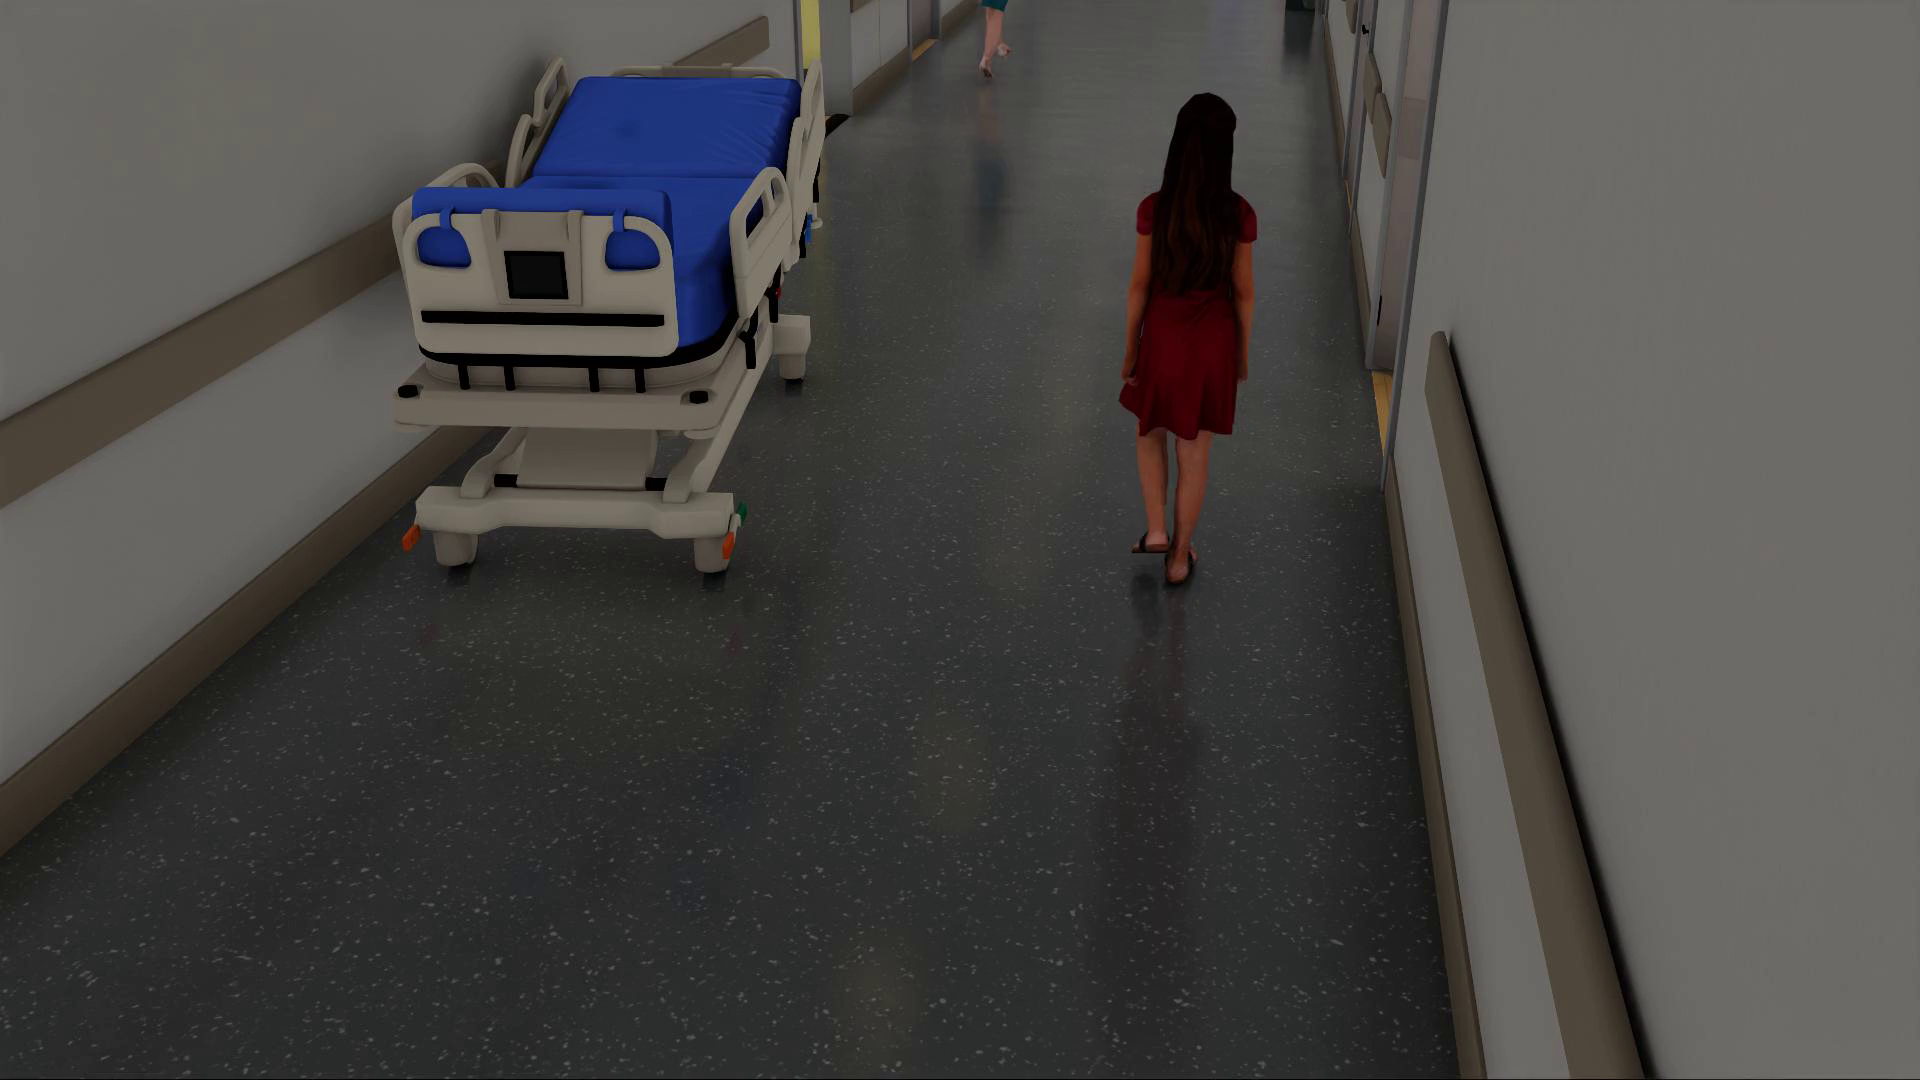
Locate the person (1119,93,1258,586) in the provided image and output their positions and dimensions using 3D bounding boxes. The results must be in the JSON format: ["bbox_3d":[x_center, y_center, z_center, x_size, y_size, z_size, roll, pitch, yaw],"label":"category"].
[{"bbox_3d":[0.686,-0.561,5.092,0.569,1.540,0.617,3,26,7],"label":"person"}]
